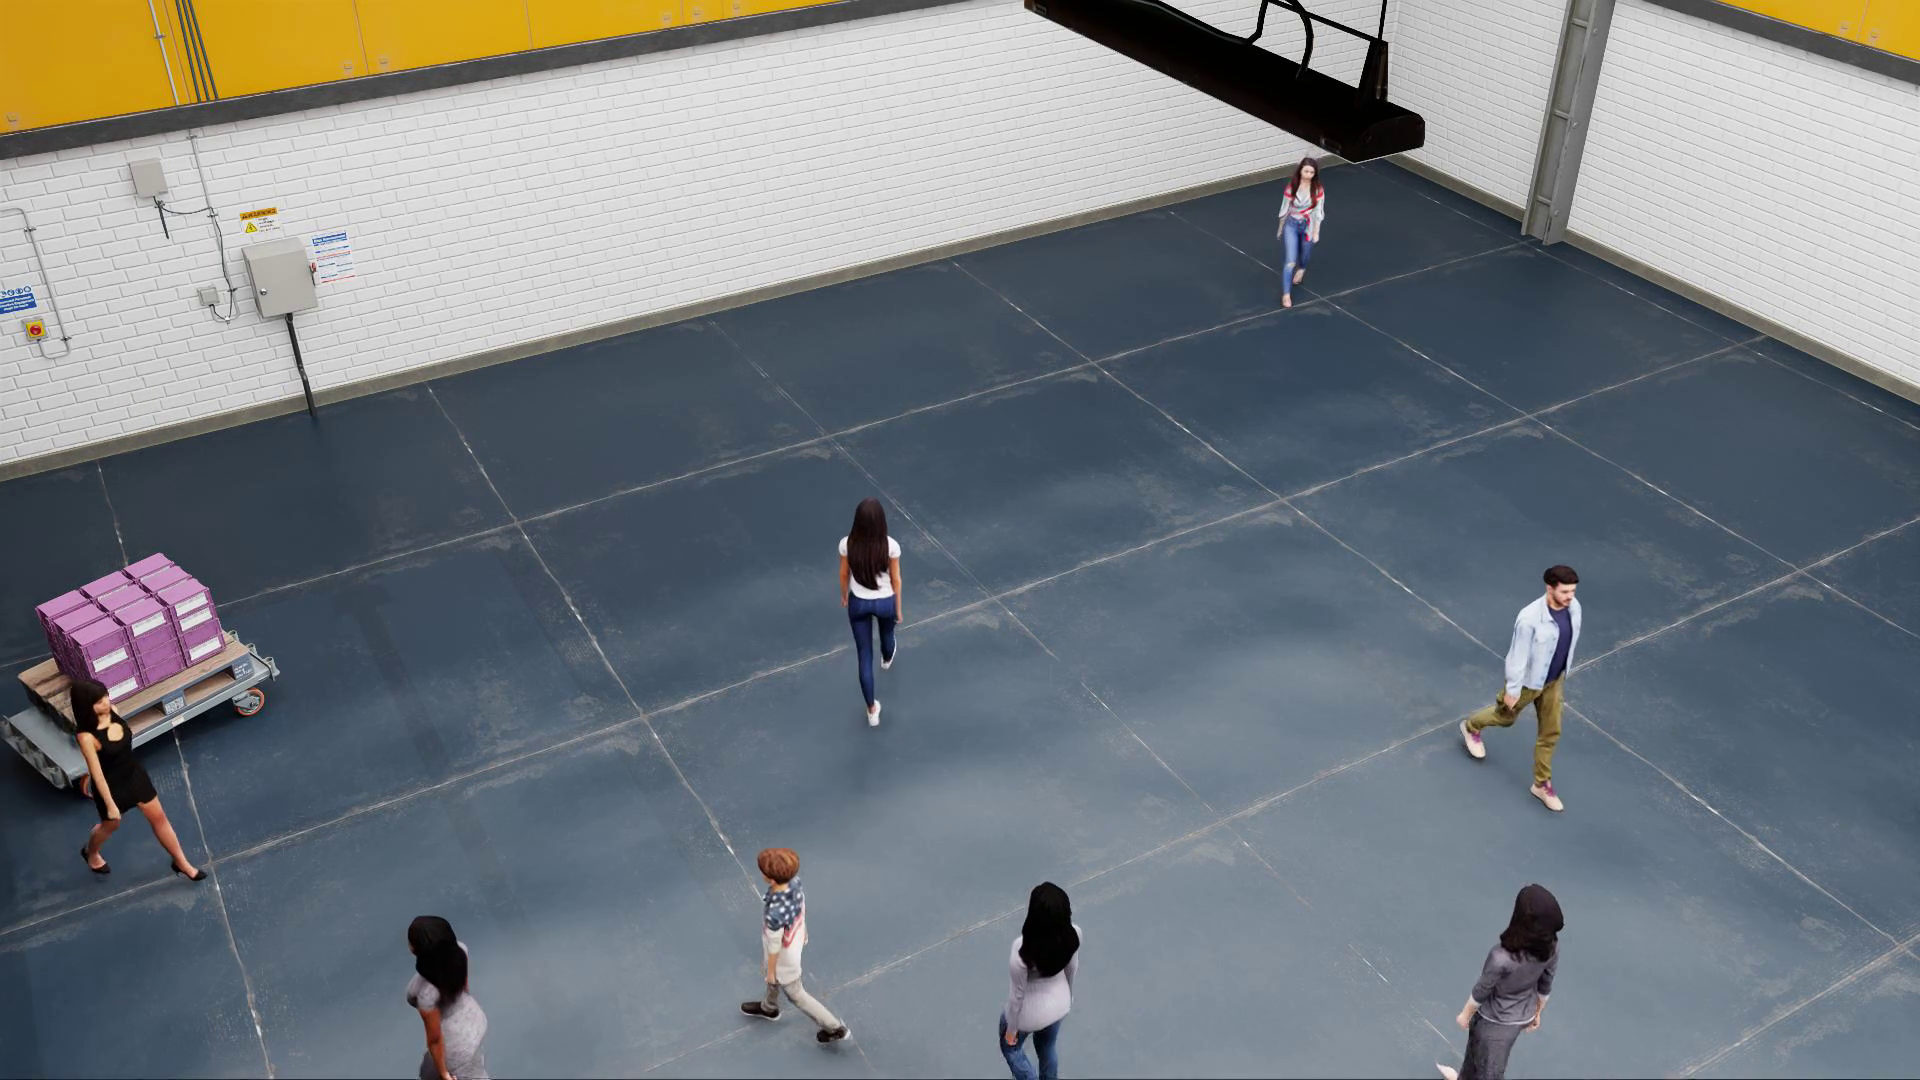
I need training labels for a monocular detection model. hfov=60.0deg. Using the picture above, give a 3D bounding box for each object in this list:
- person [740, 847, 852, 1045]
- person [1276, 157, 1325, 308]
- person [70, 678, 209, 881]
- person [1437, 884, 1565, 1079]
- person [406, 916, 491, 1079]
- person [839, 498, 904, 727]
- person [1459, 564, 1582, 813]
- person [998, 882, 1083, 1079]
[{"bbox_3d":[-0.928,2.302,9.357,0.975,1.414,0.909,9,35,13],"label":"person"},{"bbox_3d":[3.614,-3.325,17.673,1.029,1.580,1.126,7,34,11],"label":"person"},{"bbox_3d":[-5.310,1.529,10.337,1.044,1.615,1.051,5,34,7],"label":"person"},{"bbox_3d":[2.892,2.569,8.676,0.610,1.722,1.116,-15,36,-21],"label":"person"},{"bbox_3d":[-2.499,2.611,8.567,0.818,1.774,0.758,10,35,15],"label":"person"},{"bbox_3d":[-0.628,0.539,11.716,0.990,1.738,1.169,1,34,2],"label":"person"},{"bbox_3d":[3.787,0.893,11.152,0.759,1.774,1.190,-14,36,-20],"label":"person"},{"bbox_3d":[0.472,2.529,8.736,0.627,1.724,0.691,-20,38,-27],"label":"person"}]
